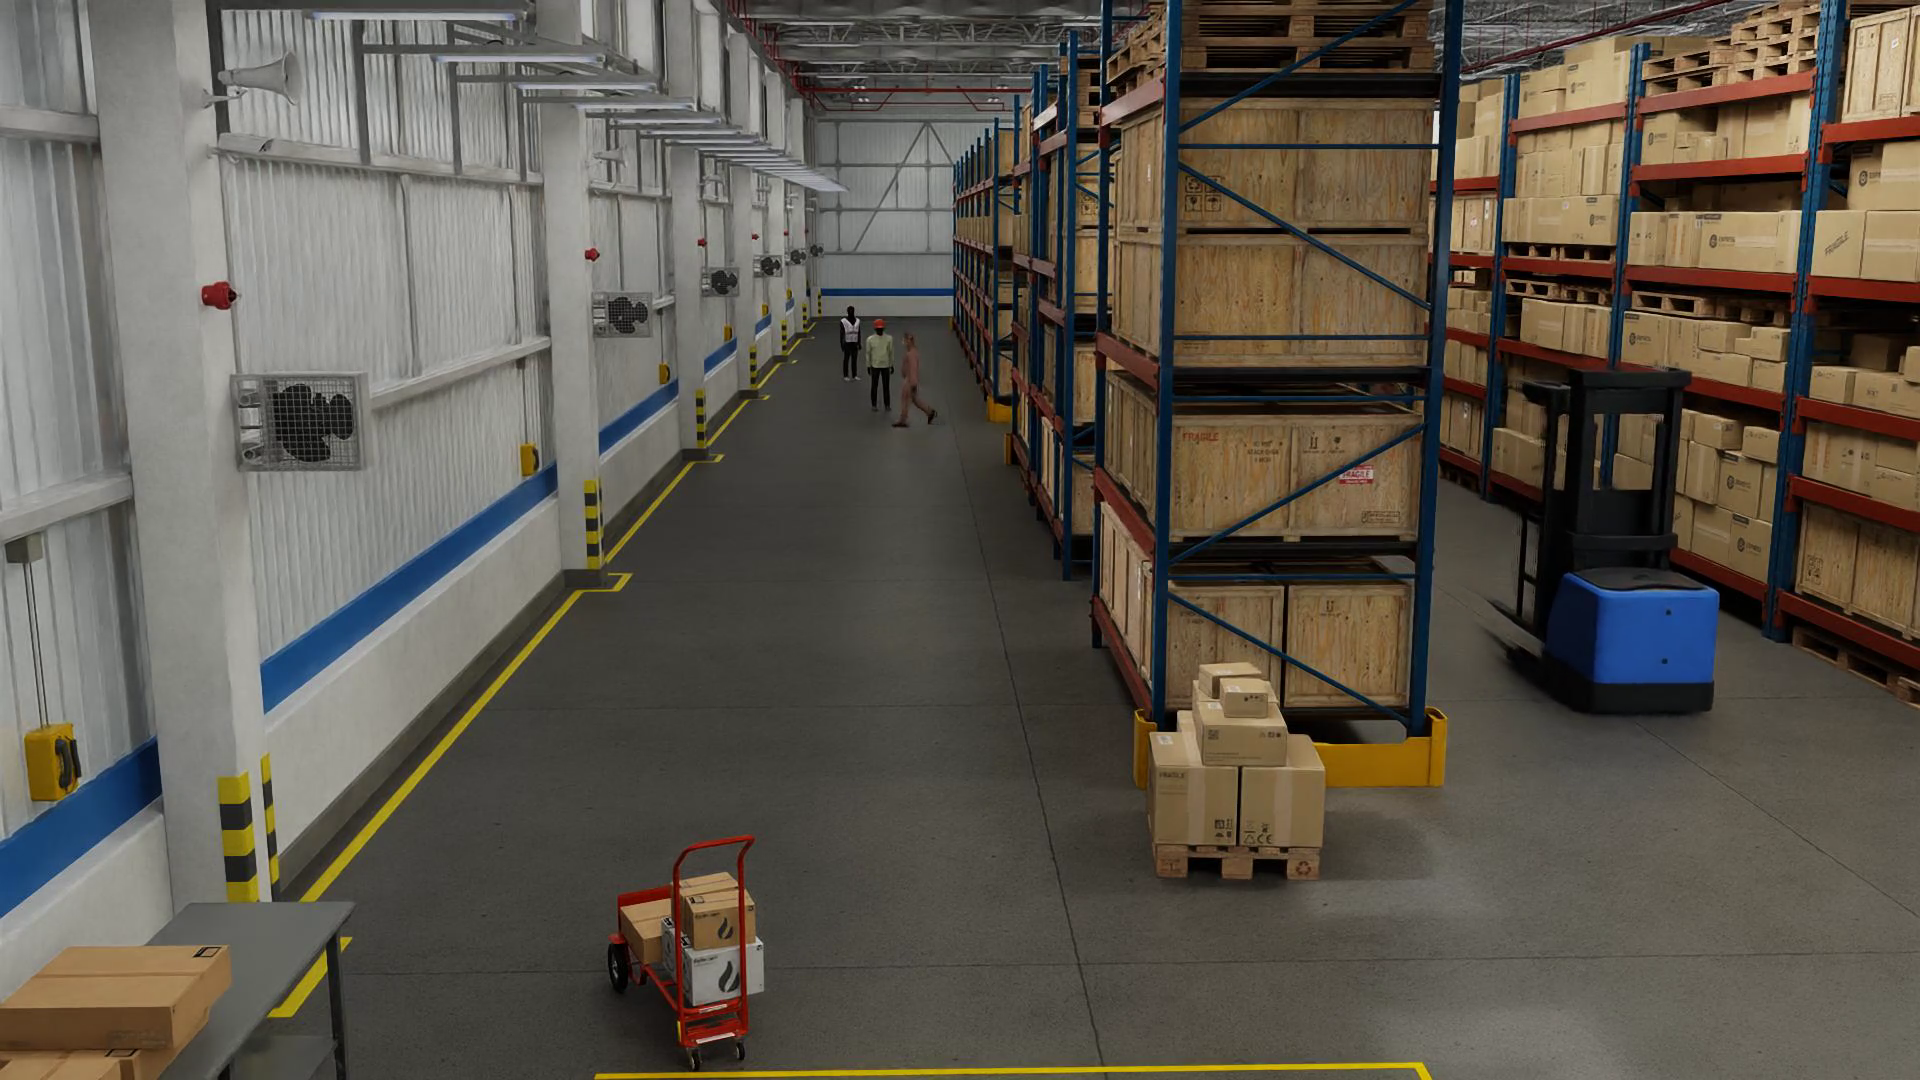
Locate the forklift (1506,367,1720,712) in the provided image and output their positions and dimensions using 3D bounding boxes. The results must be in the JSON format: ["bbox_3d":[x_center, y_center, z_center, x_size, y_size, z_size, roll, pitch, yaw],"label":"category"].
[{"bbox_3d":[5.657,-0.084,14.289,1.129,2.768,1.873,0,11,-2],"label":"forklift"}]

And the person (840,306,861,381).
[{"bbox_3d":[-2.808,-5.024,42.529,0.590,1.910,0.387,-8,14,-36],"label":"person"}]

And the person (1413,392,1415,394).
[{"bbox_3d":[10.600,-4.297,38.923,0.563,1.838,0.390,-3,11,-16],"label":"person"}]

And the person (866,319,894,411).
[{"bbox_3d":[-1.708,-3.748,35.690,0.613,1.988,0.403,-3,11,-14],"label":"person"}]

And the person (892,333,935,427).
[{"bbox_3d":[-0.925,-3.175,32.961,0.777,1.879,0.649,0,11,0],"label":"person"}]

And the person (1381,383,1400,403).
[{"bbox_3d":[8.645,-3.285,33.494,0.426,1.895,0.667,-1,11,-4],"label":"person"}]
